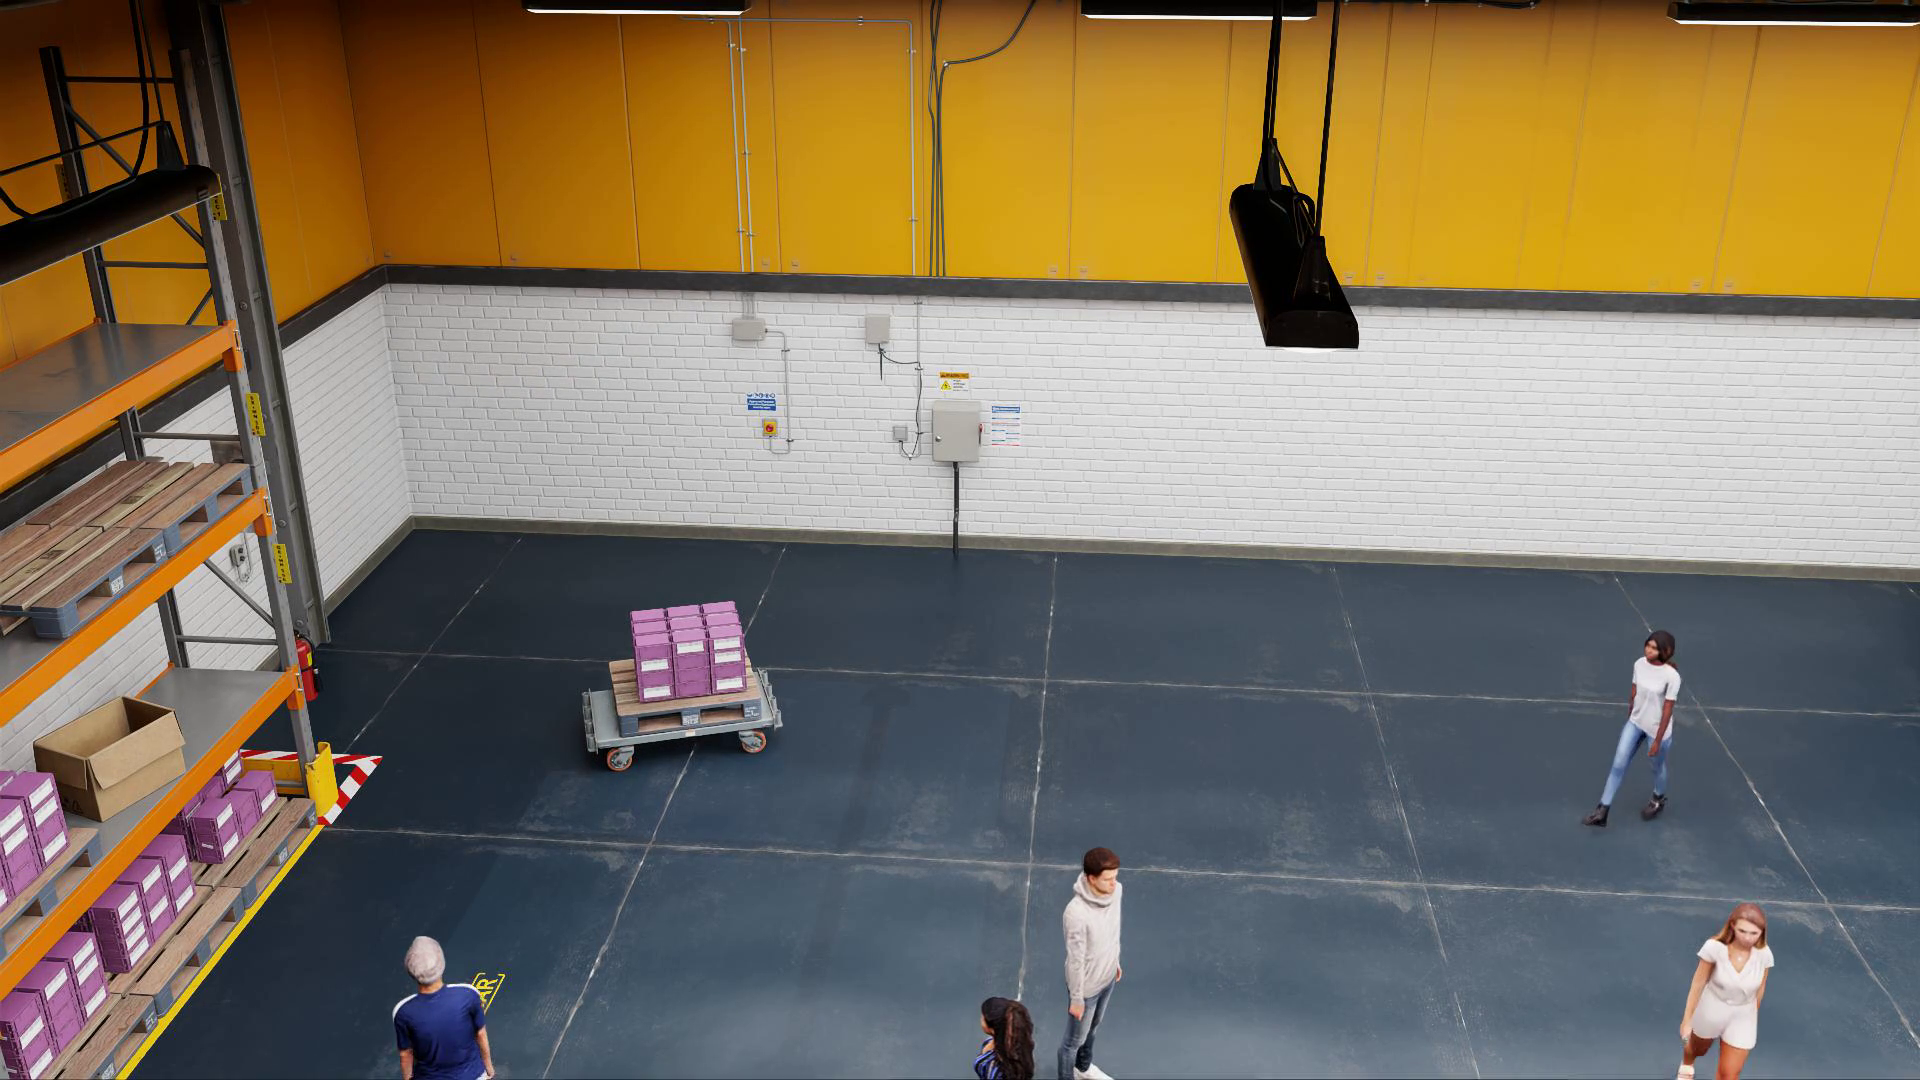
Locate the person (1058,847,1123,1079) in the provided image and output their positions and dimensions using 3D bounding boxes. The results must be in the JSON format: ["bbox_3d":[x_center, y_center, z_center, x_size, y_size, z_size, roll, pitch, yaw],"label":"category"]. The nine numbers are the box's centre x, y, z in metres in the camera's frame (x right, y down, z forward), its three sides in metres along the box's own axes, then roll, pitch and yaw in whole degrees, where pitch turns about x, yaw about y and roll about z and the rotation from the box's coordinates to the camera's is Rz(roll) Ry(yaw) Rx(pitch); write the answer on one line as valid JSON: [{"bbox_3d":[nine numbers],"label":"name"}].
[{"bbox_3d":[0.798,2.662,10.203,0.821,1.851,0.693,16,28,31],"label":"person"}]

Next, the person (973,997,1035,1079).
[{"bbox_3d":[0.234,3.204,9.251,0.725,1.619,0.564,8,25,17],"label":"person"}]

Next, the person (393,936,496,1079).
[{"bbox_3d":[-2.850,3.050,9.343,0.863,1.828,0.982,-9,25,-20],"label":"person"}]

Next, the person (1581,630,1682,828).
[{"bbox_3d":[5.471,1.497,13.082,1.090,1.678,1.119,-14,27,-29],"label":"person"}]

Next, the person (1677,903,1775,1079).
[{"bbox_3d":[4.581,2.840,10.041,0.747,1.654,1.192,7,25,16],"label":"person"}]
